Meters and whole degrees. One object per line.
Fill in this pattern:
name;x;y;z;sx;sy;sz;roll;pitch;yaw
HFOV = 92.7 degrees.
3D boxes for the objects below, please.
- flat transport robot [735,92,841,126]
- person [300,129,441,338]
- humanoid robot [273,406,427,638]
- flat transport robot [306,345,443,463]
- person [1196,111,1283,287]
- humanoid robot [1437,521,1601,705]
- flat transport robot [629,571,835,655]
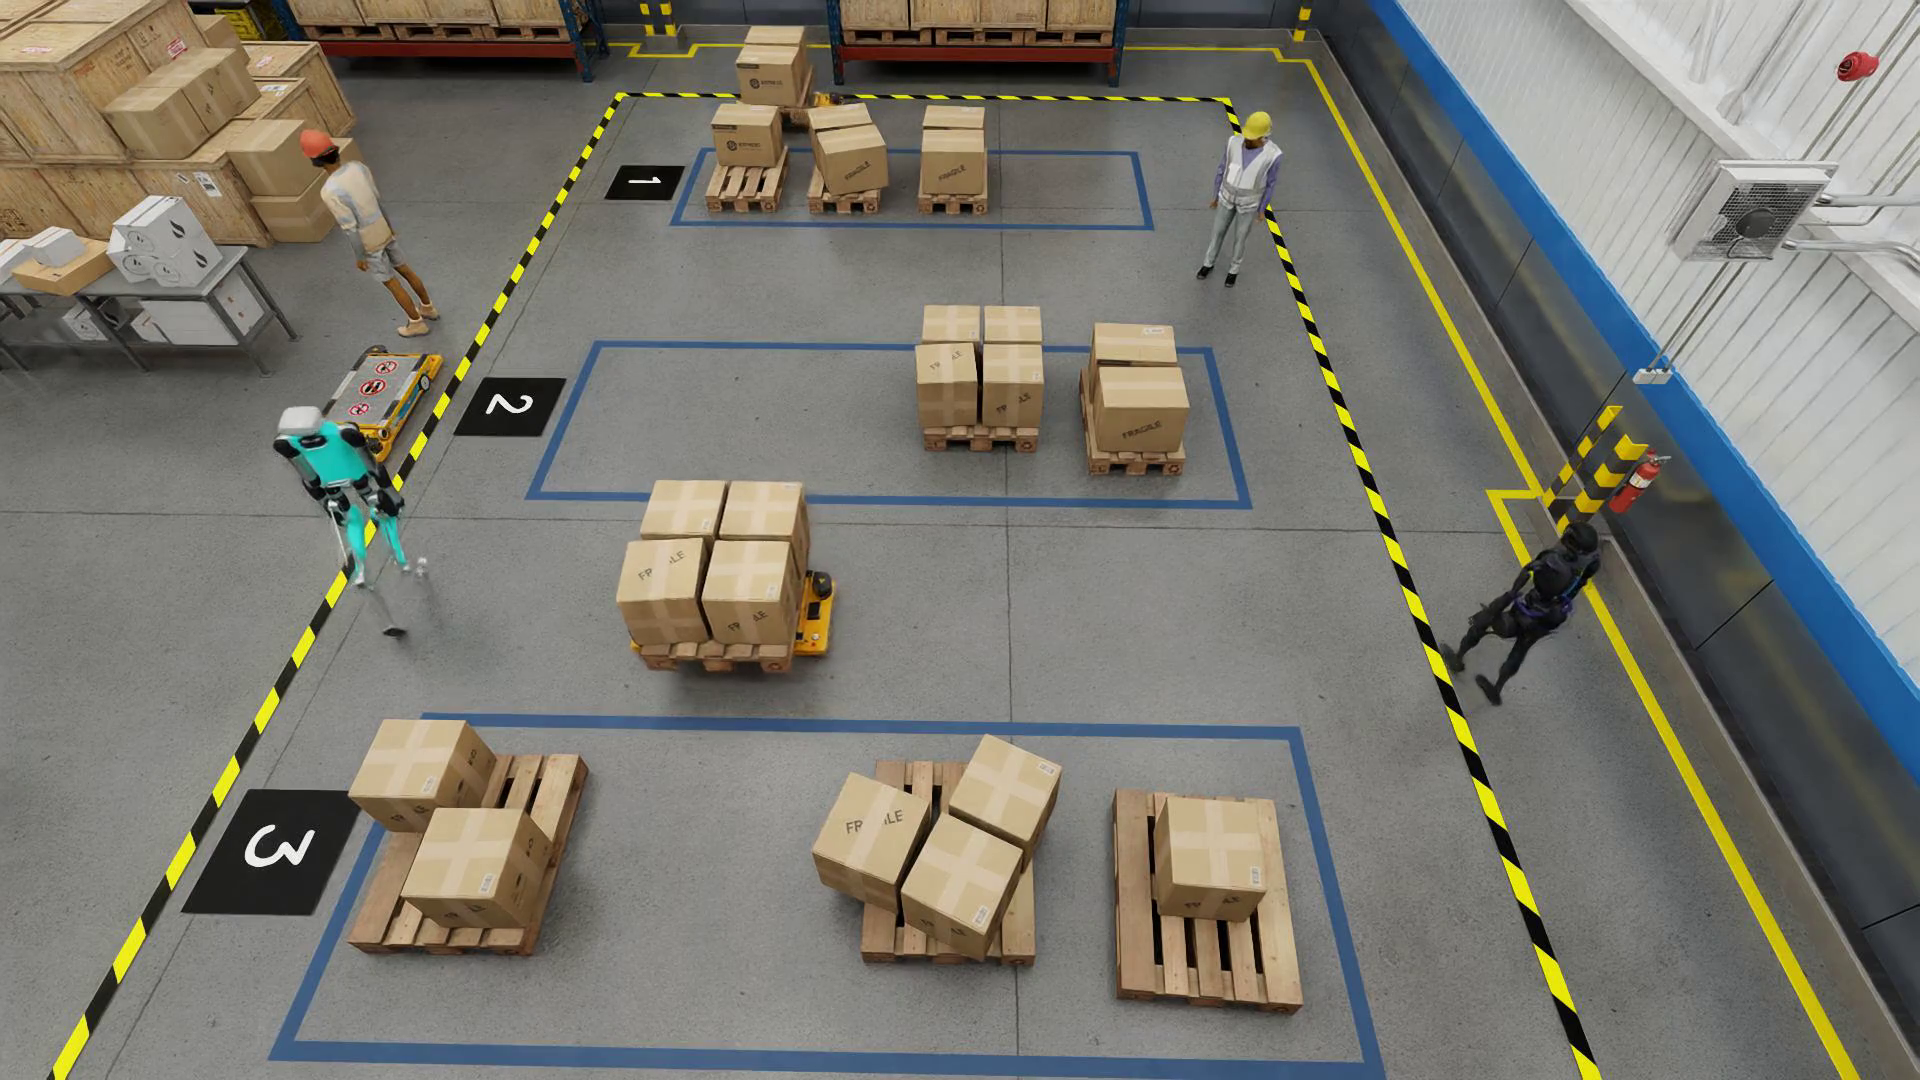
flat transport robot;-2.335;-5.736;12.203;1.431;0.197;0.652;1;50;1
person;-5.539;-2.832;8.604;0.385;2.039;0.612;4;50;3
humanoid robot;-4.238;-0.024;6.442;0.544;1.766;0.955;-11;51;-9
flat transport robot;-5.383;-1.269;8.441;0.659;0.231;1.431;1;50;1
person;2.819;-3.421;9.244;0.588;1.821;0.404;25;54;20
humanoid robot;3.742;0.451;6.063;0.601;1.644;0.546;-7;50;-6
flat transport robot;-1.698;0.533;6.898;1.431;0.197;0.652;1;50;1
